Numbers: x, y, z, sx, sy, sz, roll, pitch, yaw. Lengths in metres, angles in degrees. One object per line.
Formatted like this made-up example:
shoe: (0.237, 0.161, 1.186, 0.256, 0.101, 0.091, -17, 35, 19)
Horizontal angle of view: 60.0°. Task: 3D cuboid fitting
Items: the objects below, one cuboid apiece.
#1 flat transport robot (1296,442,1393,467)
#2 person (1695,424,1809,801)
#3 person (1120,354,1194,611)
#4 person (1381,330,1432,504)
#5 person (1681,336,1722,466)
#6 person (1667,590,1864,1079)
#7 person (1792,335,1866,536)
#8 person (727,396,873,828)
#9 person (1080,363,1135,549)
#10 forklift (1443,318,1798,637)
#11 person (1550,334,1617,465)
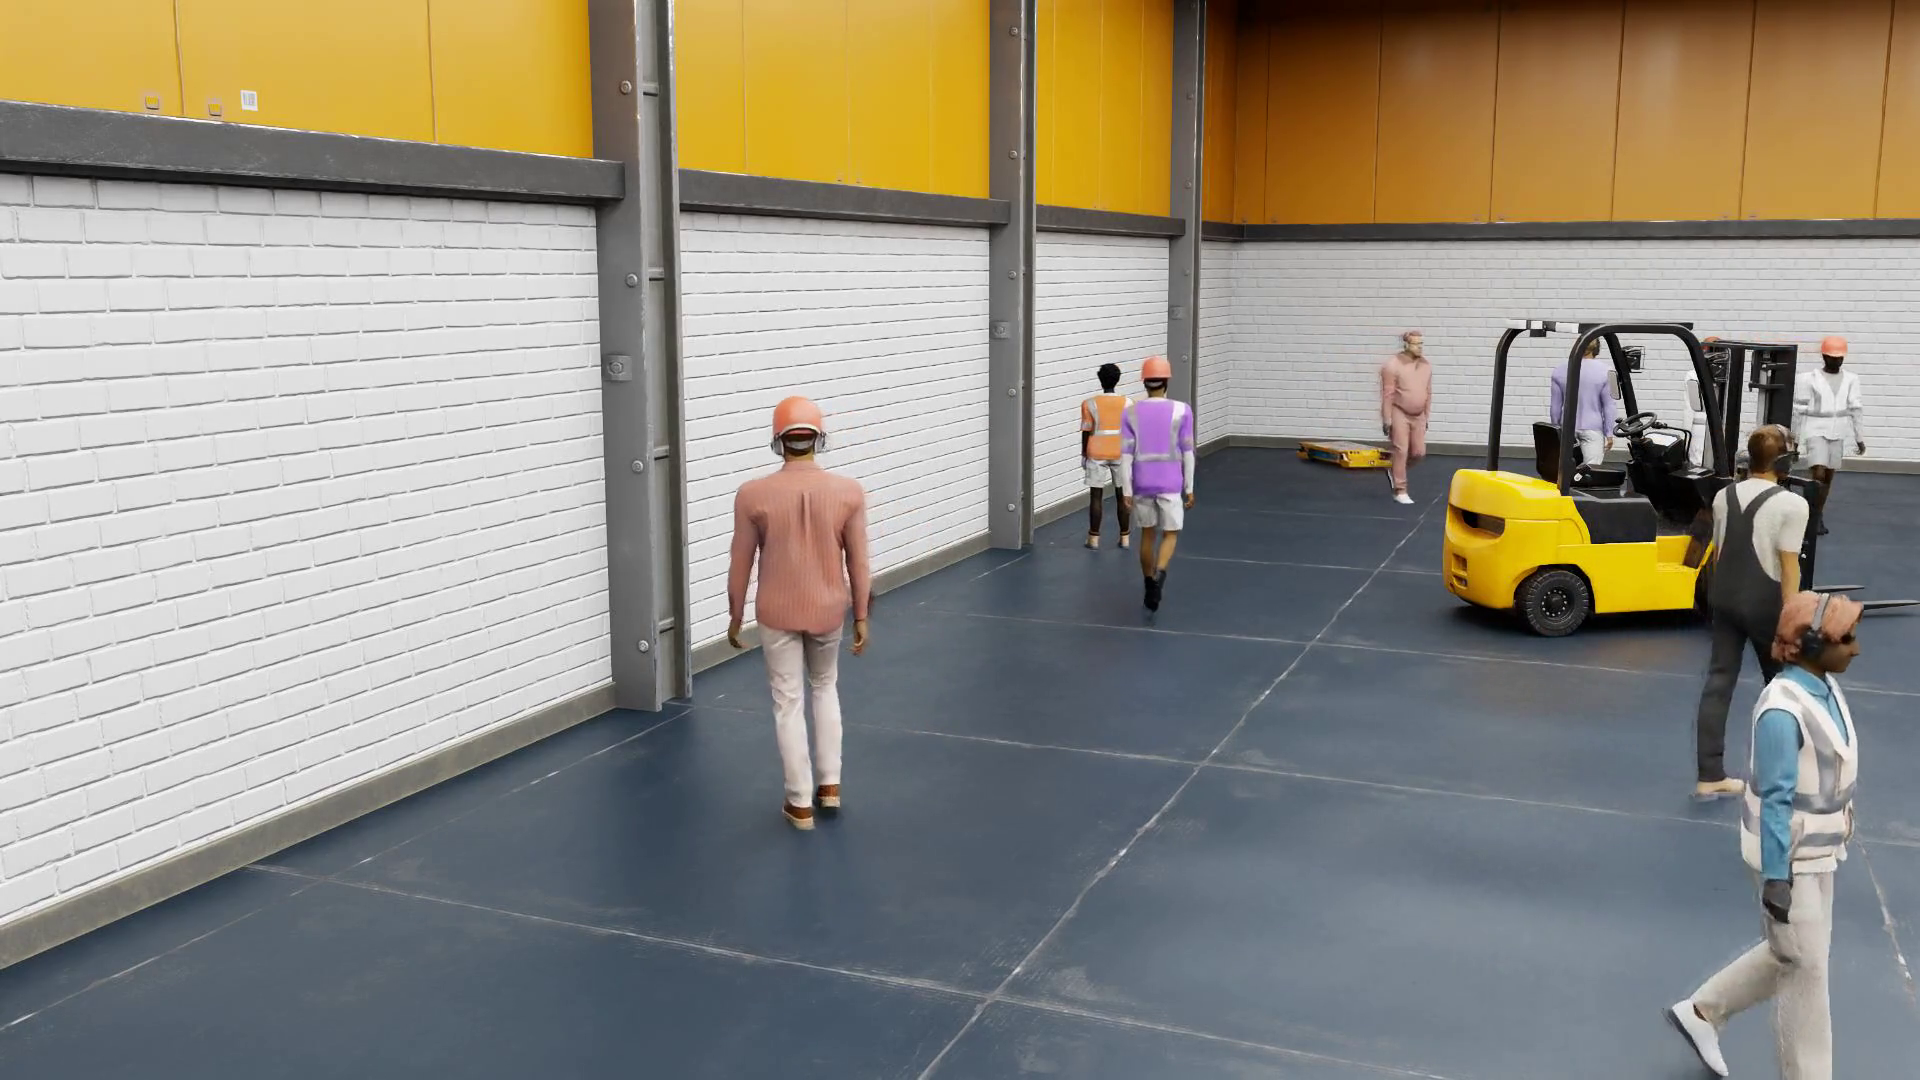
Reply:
flat transport robot: (4.996, -1.124, 21.605, 0.652, 0.197, 1.431, -3, 10, -16)
person: (3.918, 0.346, 8.032, 0.879, 1.810, 0.545, -5, 11, -27)
person: (1.448, -0.412, 12.328, 0.560, 1.916, 0.725, 3, 10, 16)
person: (4.808, -1.341, 18.058, 0.662, 1.888, 0.569, -4, 10, -21)
person: (7.275, -1.032, 16.173, 0.573, 1.883, 0.359, -1, 9, -8)
person: (2.480, 0.946, 4.982, 0.635, 1.624, 0.526, 8, 12, 41)
person: (8.249, -0.983, 15.774, 0.562, 1.910, 0.647, 0, 9, 0)
person: (-0.760, 0.321, 7.678, 0.641, 1.972, 0.557, -3, 10, -18)
person: (1.339, -0.758, 15.097, 0.523, 1.691, 0.320, -1, 9, -4)
forklift: (4.706, -0.497, 11.990, 2.313, 2.155, 1.214, -2, 10, -10)
person: (6.027, -1.047, 16.098, 0.632, 1.939, 0.368, 8, 12, 39)
